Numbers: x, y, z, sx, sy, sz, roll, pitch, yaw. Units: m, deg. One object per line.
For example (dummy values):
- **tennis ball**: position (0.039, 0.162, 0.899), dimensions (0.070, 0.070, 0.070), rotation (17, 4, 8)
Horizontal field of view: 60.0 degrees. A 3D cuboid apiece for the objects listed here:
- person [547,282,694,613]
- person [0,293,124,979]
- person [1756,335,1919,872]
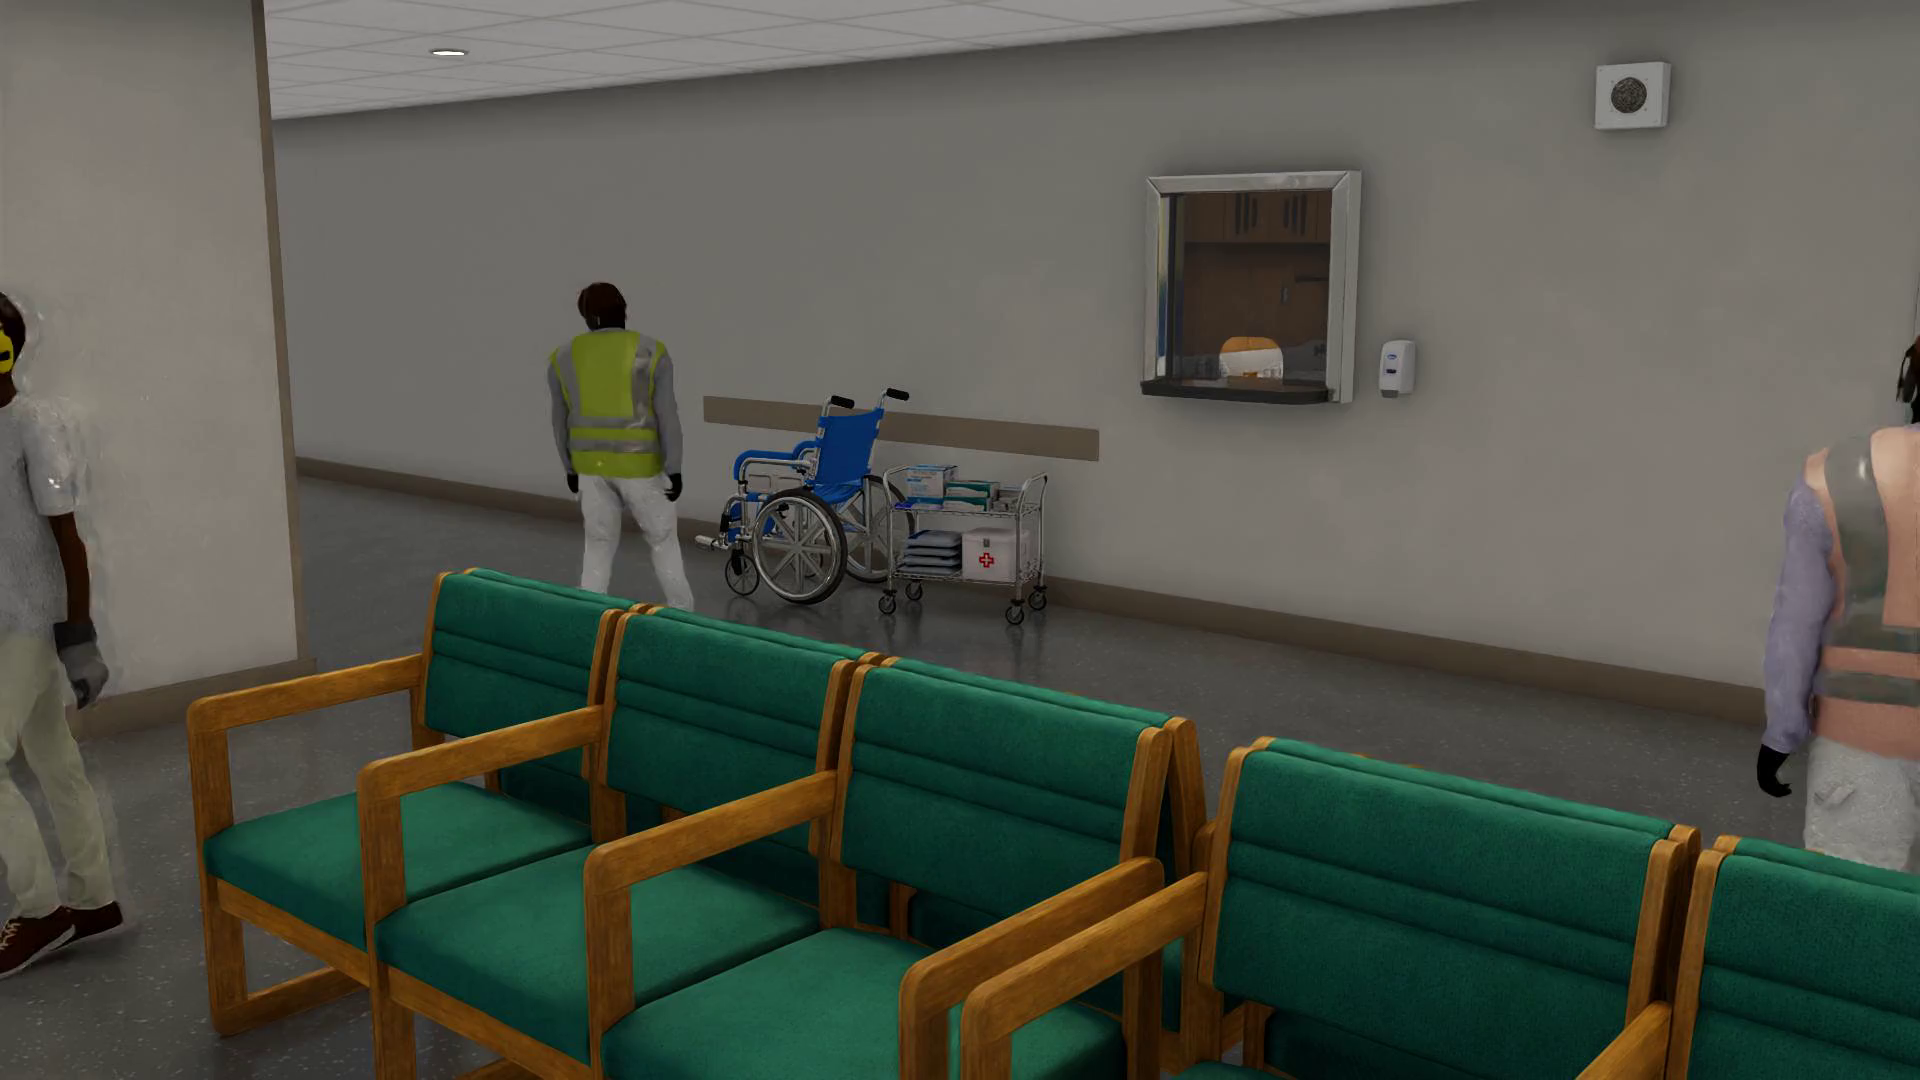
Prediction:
- **person**: position (-1.679, -0.365, 8.232), dimensions (0.661, 1.798, 0.676), rotation (1, 10, 4)
- **person**: position (-2.596, 0.260, 4.460), dimensions (0.565, 1.849, 0.603), rotation (9, 13, 42)
- **person**: position (2.081, 0.428, 3.611), dimensions (0.644, 1.833, 0.431), rotation (4, 11, 19)
